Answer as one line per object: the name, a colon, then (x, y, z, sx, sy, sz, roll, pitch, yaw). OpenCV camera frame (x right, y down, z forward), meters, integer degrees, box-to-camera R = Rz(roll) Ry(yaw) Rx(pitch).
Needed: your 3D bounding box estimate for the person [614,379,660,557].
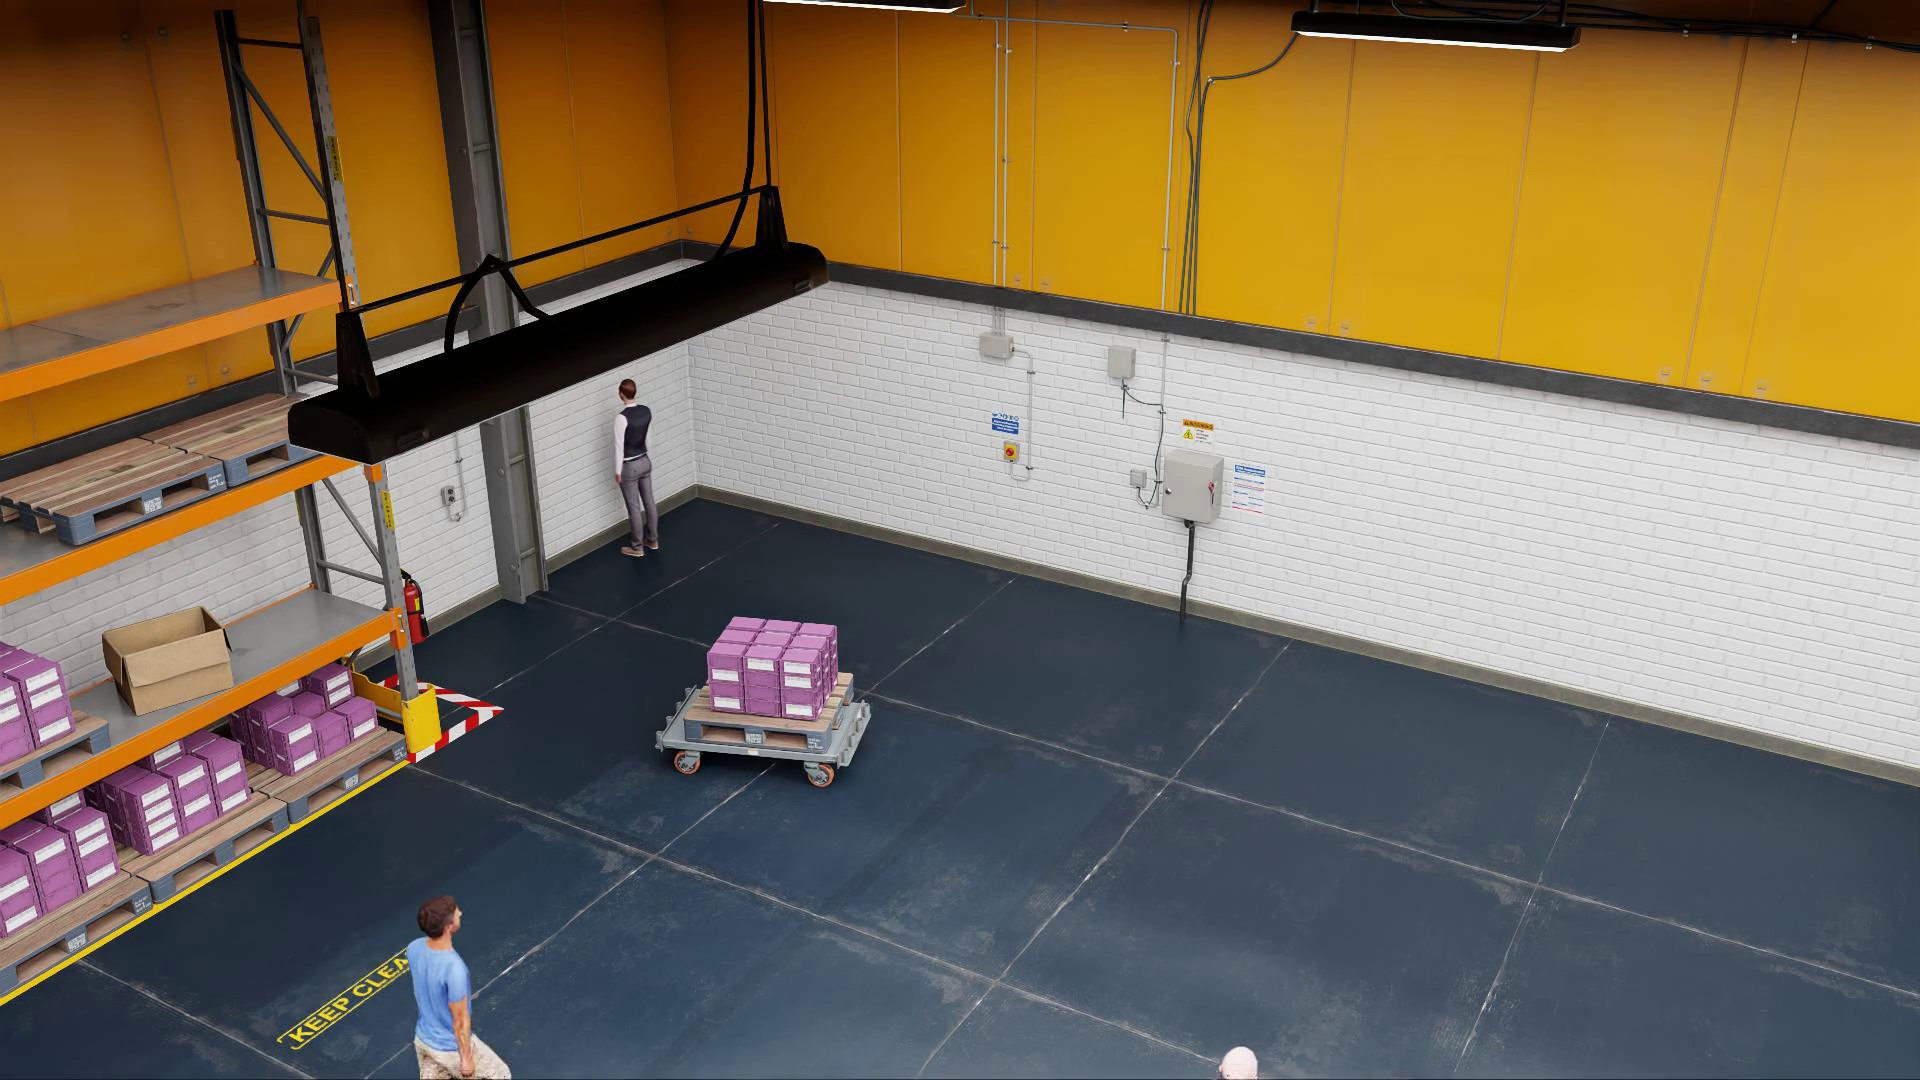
person: (-3.454, -0.788, 17.700, 0.712, 1.937, 0.497, 15, 28, 31)

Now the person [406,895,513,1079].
person: (-2.973, 2.886, 9.426, 0.723, 1.833, 1.111, 17, 29, 33)
